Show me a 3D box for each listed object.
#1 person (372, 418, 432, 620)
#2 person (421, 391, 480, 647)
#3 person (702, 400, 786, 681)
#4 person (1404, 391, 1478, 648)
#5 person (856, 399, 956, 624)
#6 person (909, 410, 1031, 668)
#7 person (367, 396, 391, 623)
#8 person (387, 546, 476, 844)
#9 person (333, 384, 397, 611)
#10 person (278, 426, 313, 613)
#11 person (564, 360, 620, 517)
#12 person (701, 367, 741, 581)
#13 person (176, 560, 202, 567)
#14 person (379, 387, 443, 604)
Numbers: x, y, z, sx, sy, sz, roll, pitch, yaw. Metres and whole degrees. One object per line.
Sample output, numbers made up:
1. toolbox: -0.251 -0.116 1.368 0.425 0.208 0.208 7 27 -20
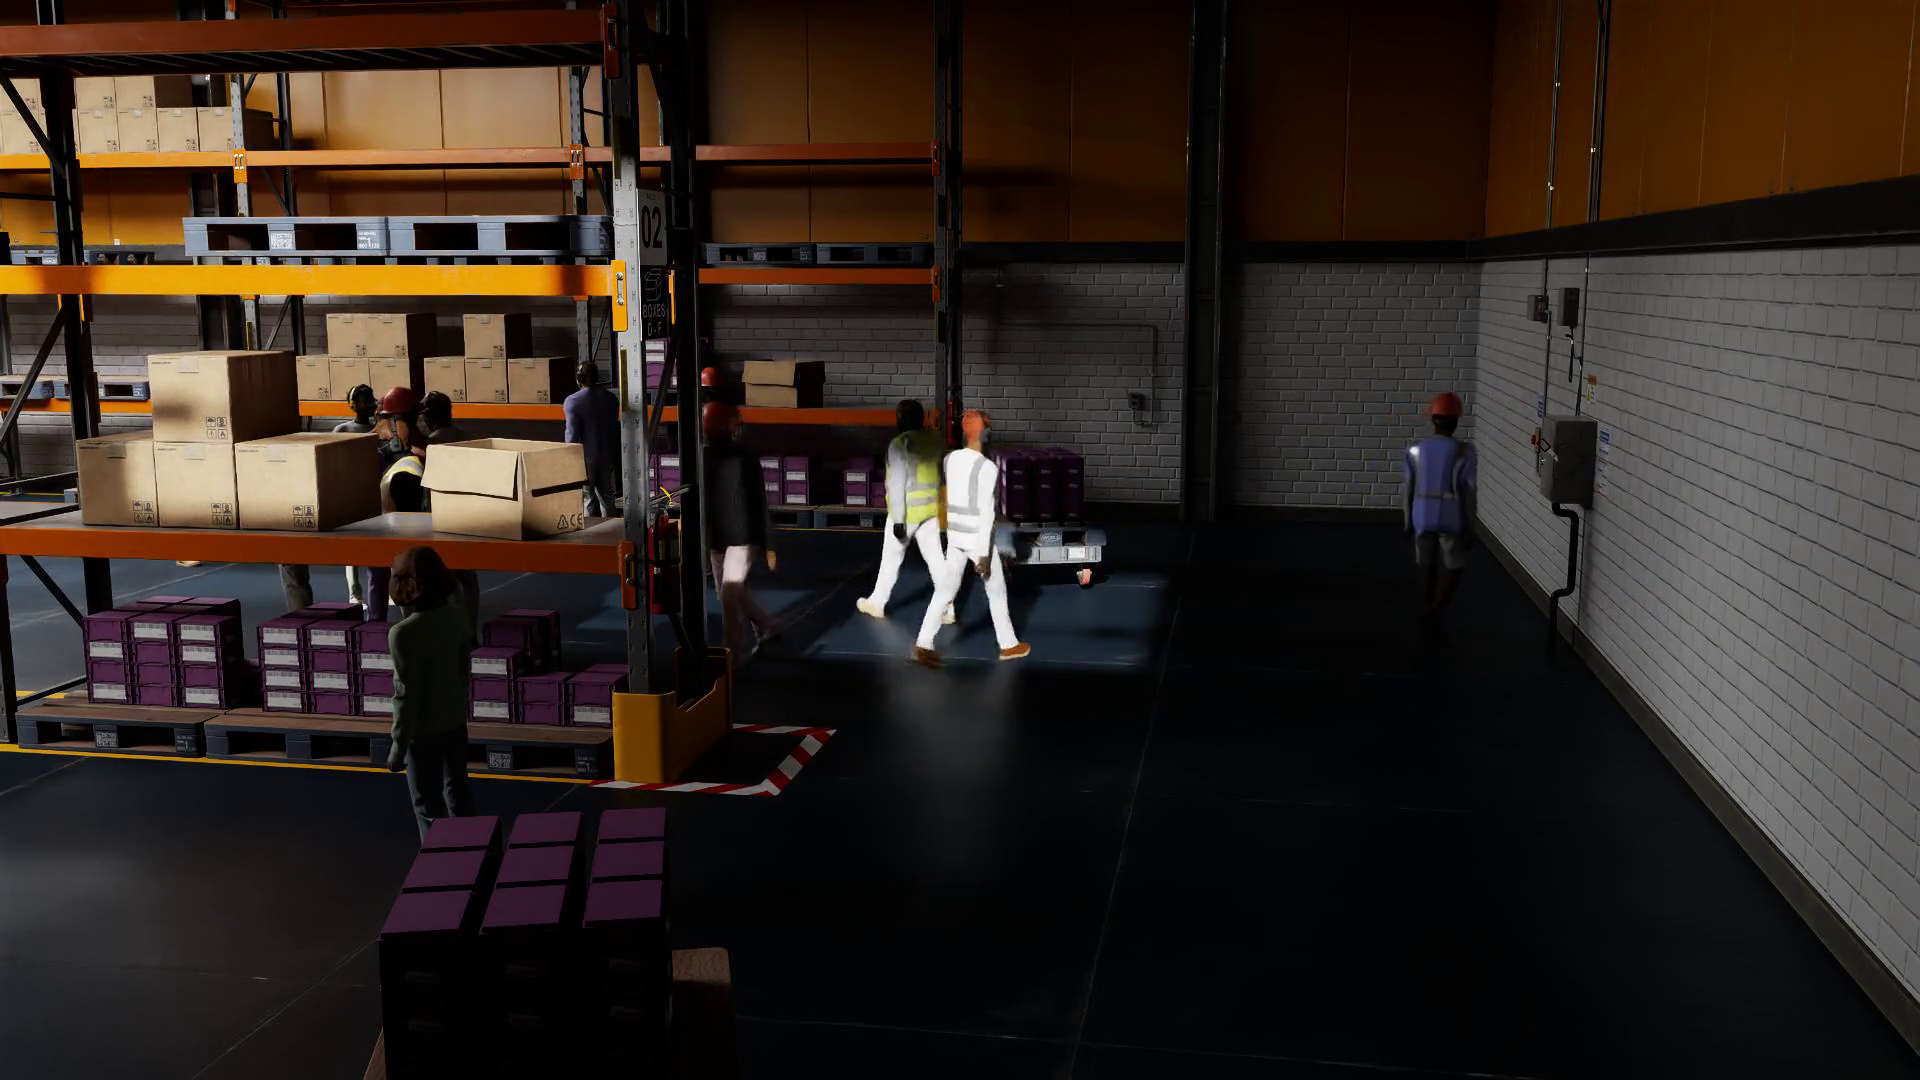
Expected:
1. person: -3.722 0.098 11.132 0.430 1.836 0.628 -4 10 -21
2. person: -3.766 -0.124 12.184 0.373 1.936 0.629 3 10 15
3. person: -1.493 -0.017 11.494 0.633 1.953 0.854 7 12 38
4. person: 3.536 -0.137 12.311 0.563 1.920 0.716 7 11 35
5. person: -0.392 -0.226 13.272 0.979 1.789 0.650 8 12 40
6. person: 0.061 -0.004 11.776 1.009 1.841 0.574 -8 12 -41
7. person: -4.140 -0.113 12.211 0.651 1.904 0.401 -4 10 -24
8. person: -2.282 0.832 7.177 0.286 1.635 0.497 3 10 17
9. person: -4.920 -0.355 13.818 0.314 1.873 0.549 7 11 36
10. person: -4.802 -0.024 11.883 0.404 1.828 0.602 -3 10 -18
11. person: -3.624 -0.799 16.359 0.368 1.940 0.631 7 12 38
12. person: -2.227 -0.594 15.081 0.362 1.939 0.543 6 11 35
13. person: -7.336 -0.673 15.882 0.429 1.844 0.624 2 9 14
14. person: -3.888 -0.094 11.824 0.392 1.989 0.610 -1 9 -6
